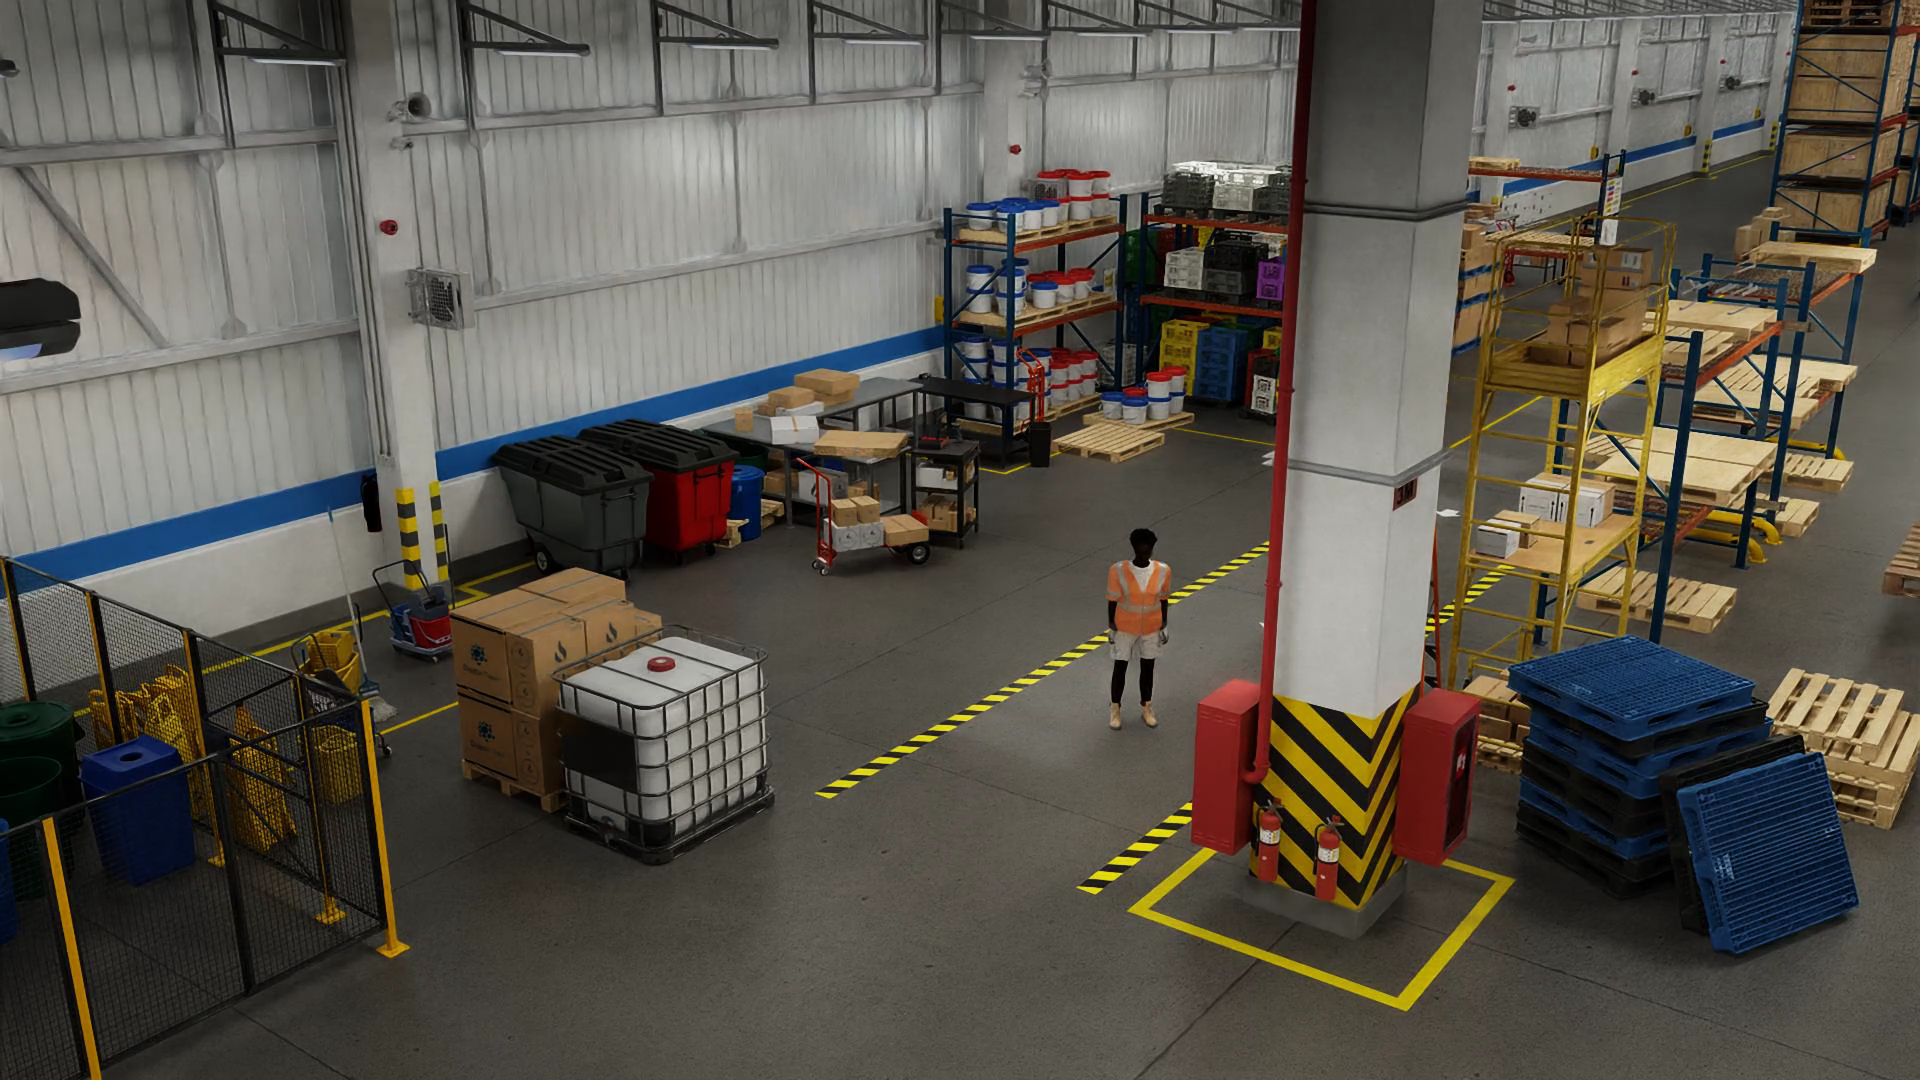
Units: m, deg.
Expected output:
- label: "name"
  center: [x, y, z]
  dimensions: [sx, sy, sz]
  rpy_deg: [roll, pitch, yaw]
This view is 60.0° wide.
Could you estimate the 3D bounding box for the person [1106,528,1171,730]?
- label: "person"
  center: [1.425, 0.704, 13.339]
  dimensions: [0.530, 1.696, 0.321]
  rpy_deg: [-2, 18, -7]
